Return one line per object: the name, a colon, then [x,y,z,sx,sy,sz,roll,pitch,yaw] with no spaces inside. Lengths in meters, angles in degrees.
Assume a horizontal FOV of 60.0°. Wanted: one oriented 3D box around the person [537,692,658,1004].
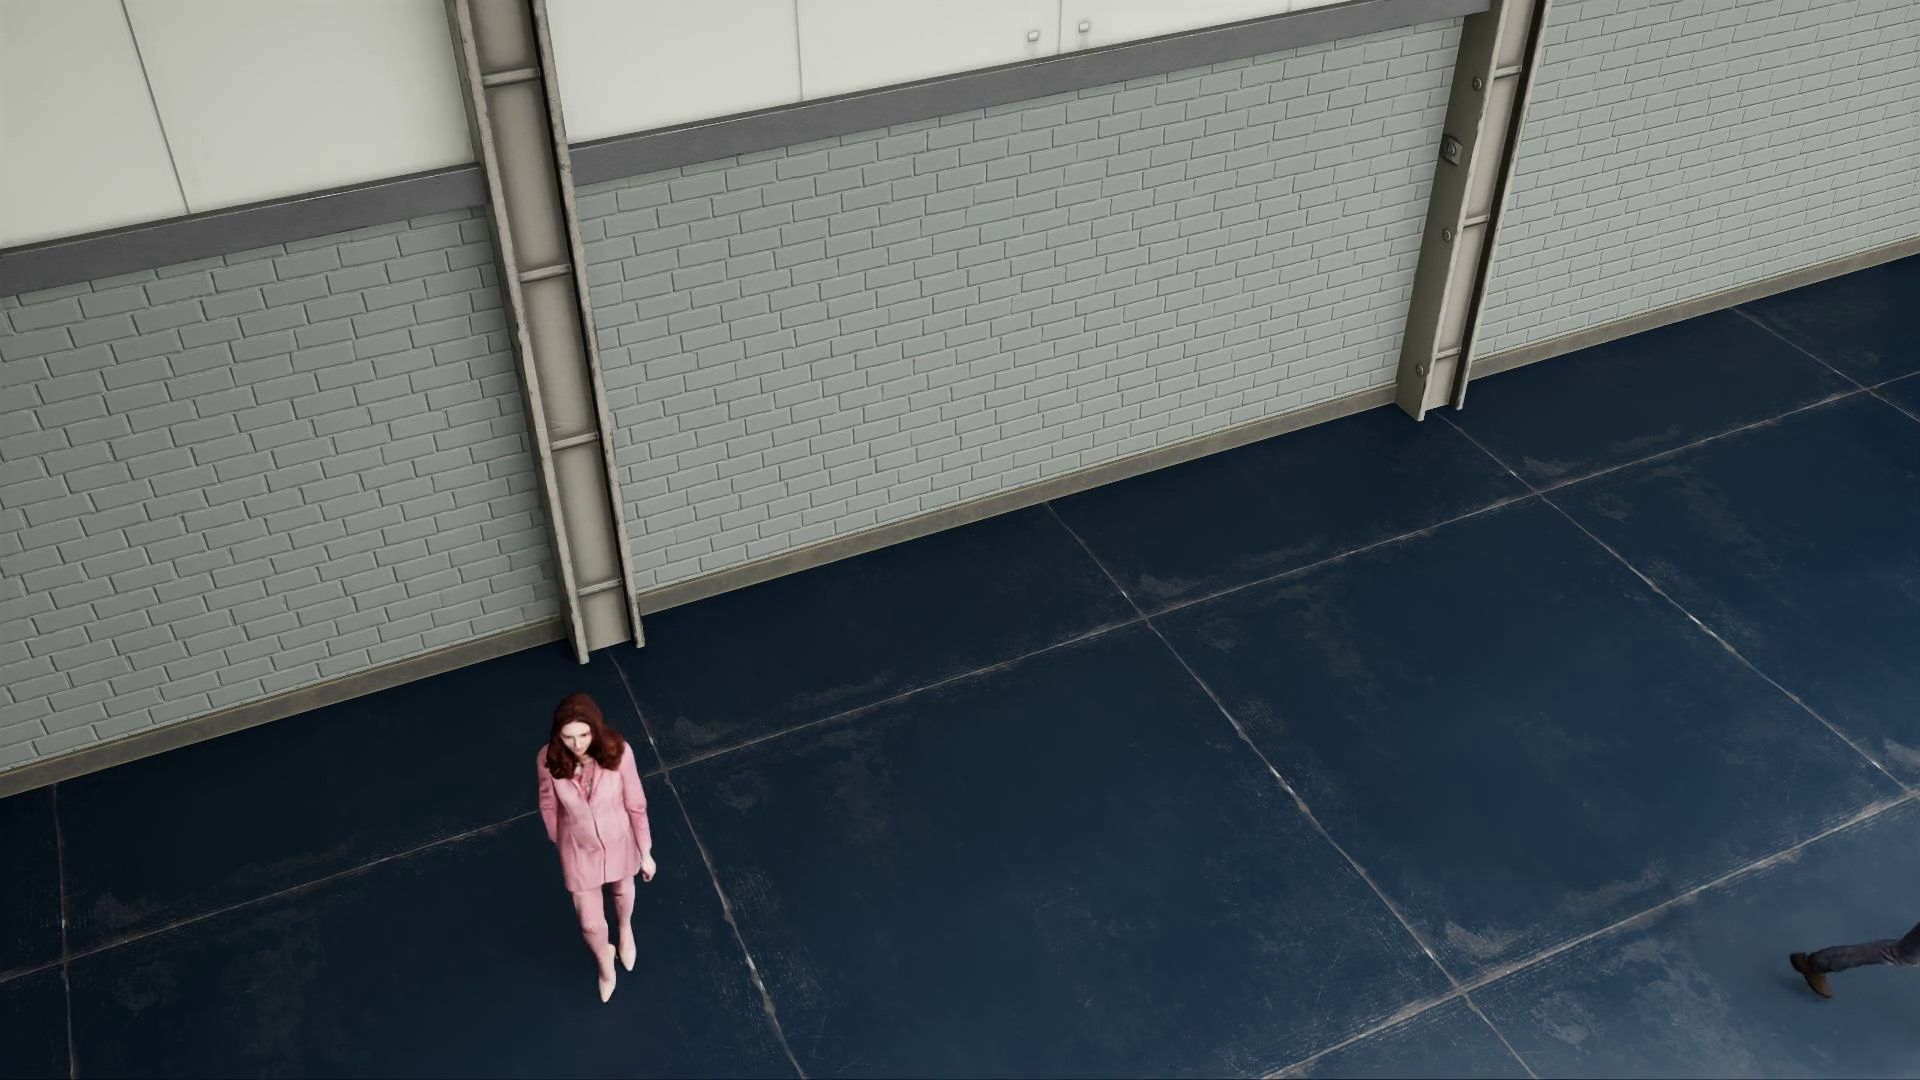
person: [-1.620,1.298,7.516,0.663,1.785,0.740,-9,39,-11]
